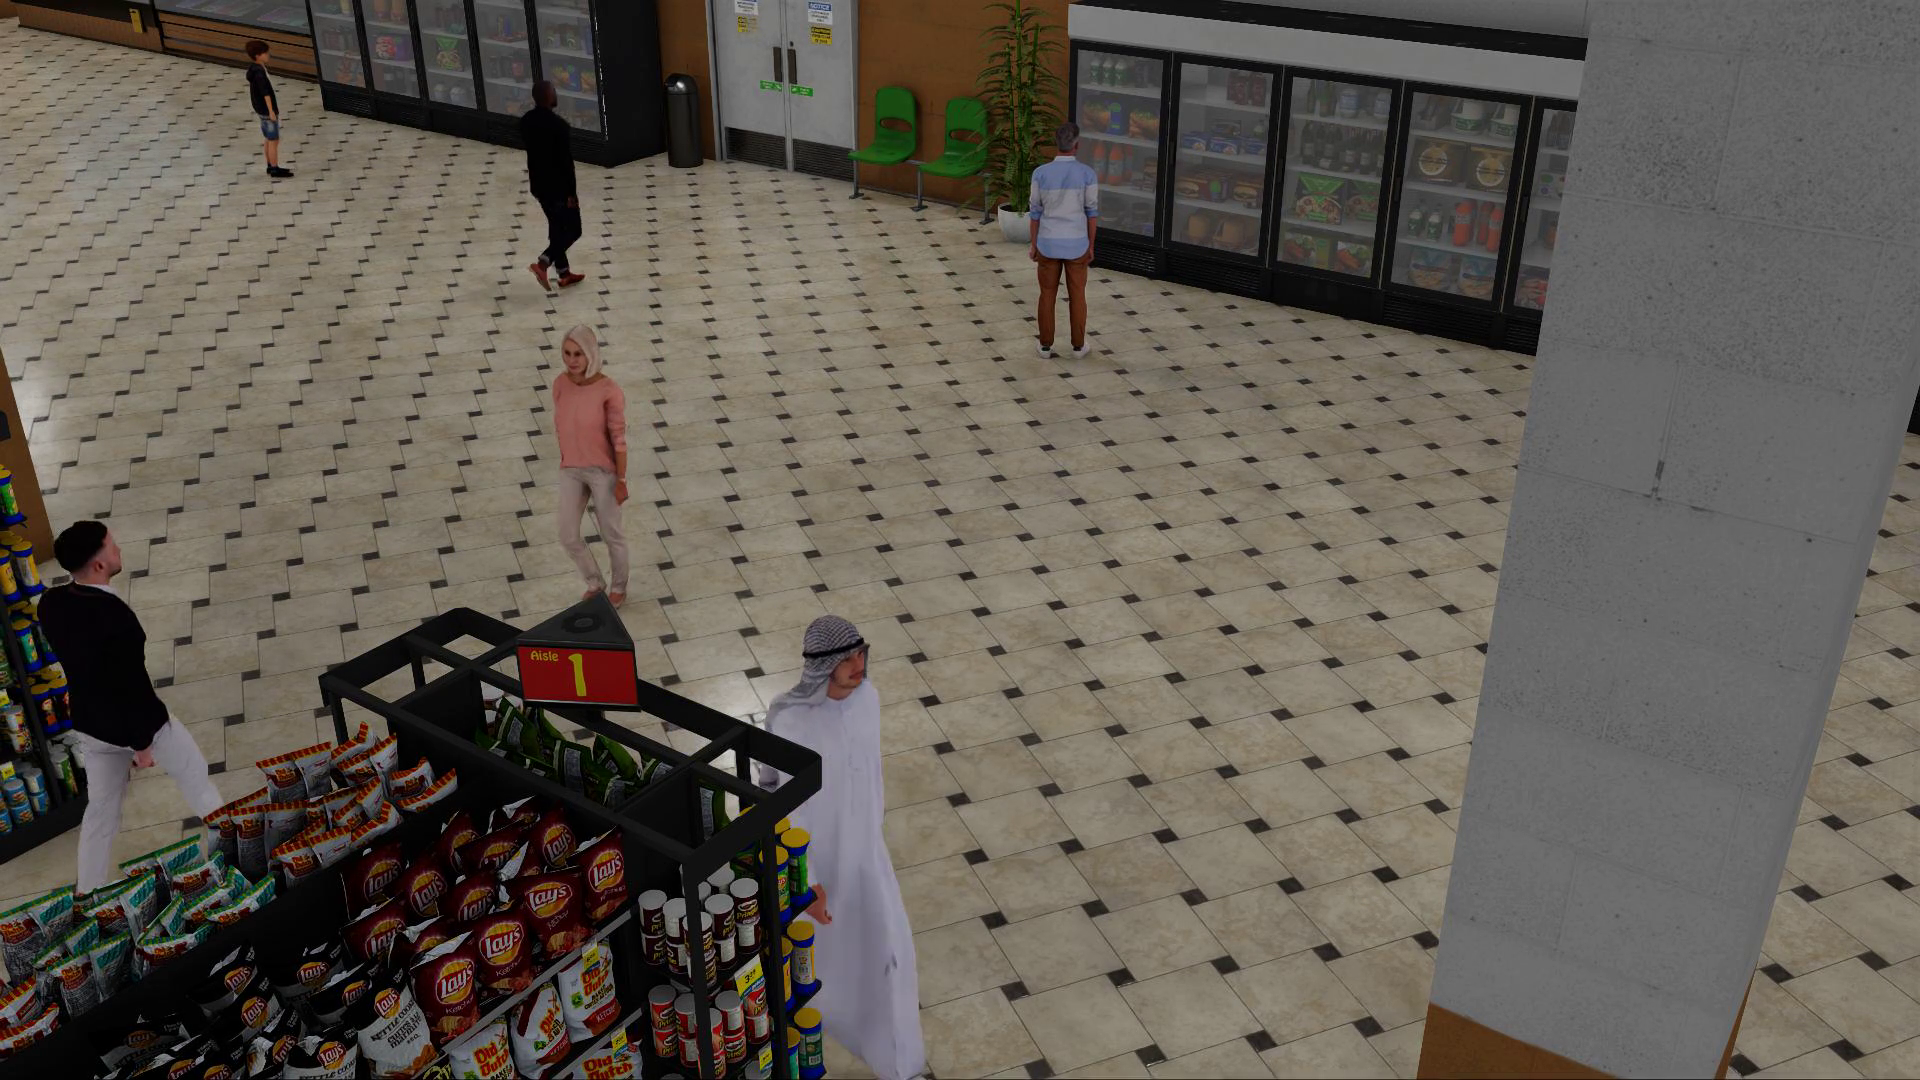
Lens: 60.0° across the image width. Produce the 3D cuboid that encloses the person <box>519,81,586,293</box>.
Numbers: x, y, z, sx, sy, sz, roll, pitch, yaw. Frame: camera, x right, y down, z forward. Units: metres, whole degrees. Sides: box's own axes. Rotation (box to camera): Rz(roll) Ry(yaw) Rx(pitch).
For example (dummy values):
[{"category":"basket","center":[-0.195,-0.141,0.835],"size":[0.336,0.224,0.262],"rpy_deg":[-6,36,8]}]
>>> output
[{"category":"person","center":[-3.531,-2.980,14.205],"size":[0.686,1.803,0.921],"rpy_deg":[17,31,30]}]

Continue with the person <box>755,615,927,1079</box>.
[{"category":"person","center":[-0.541,1.114,6.033],"size":[1.252,1.892,0.889],"rpy_deg":[-23,35,-38]}]

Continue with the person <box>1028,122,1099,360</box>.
[{"category":"person","center":[0.796,-2.296,12.832],"size":[0.769,1.826,0.742],"rpy_deg":[3,27,6]}]

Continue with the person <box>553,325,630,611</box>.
[{"category":"person","center":[-1.992,-0.410,9.239],"size":[0.689,1.711,0.708],"rpy_deg":[9,28,17]}]

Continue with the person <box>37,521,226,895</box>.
[{"category":"person","center":[-3.478,0.816,6.738],"size":[0.821,1.786,1.264],"rpy_deg":[11,29,21]}]

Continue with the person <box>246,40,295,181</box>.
[{"category":"person","center":[-7.429,-4.617,17.827],"size":[0.614,1.446,0.607],"rpy_deg":[-15,31,-27]}]
